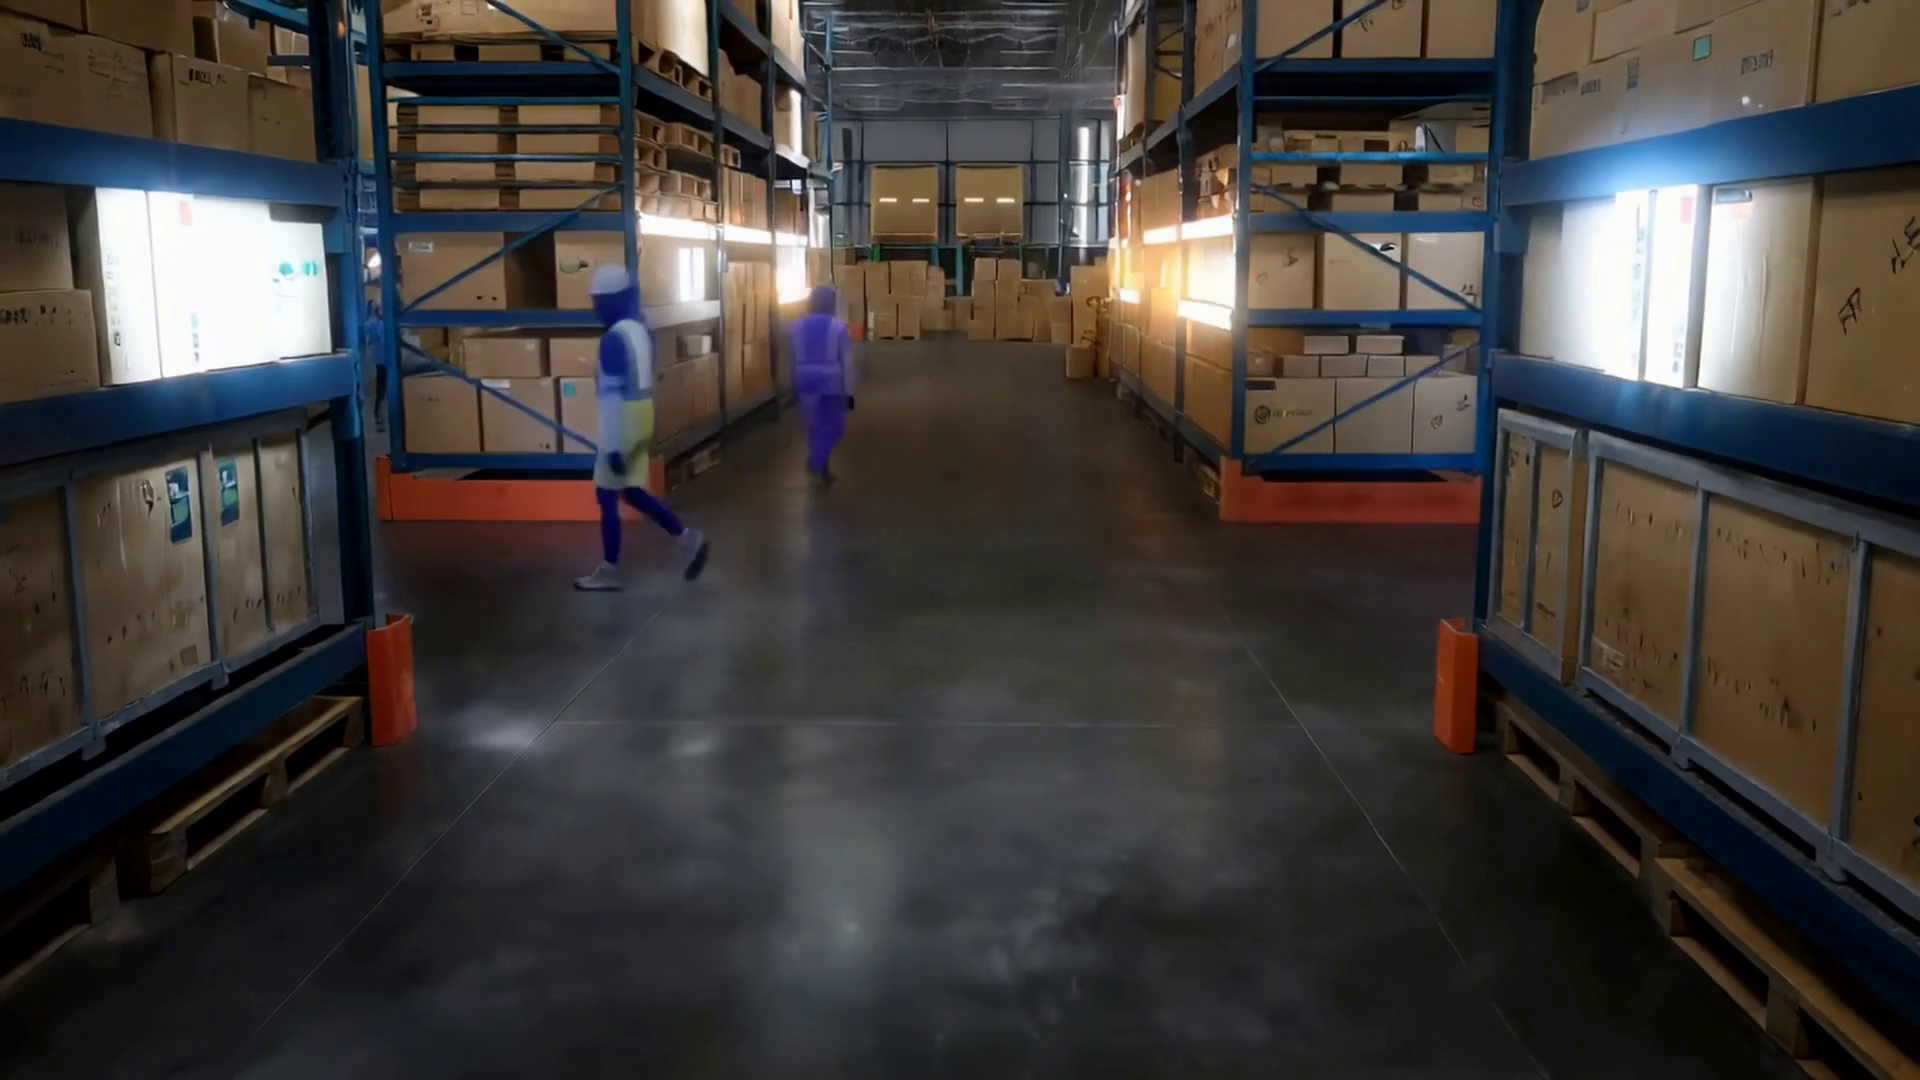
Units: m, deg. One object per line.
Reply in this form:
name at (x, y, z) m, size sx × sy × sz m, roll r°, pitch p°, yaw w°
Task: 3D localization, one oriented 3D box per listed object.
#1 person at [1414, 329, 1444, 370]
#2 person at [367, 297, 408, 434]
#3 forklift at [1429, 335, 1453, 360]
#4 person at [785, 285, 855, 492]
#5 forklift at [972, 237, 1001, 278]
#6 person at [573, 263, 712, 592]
person at (7.805, -3.387, 27.704) m, size 0.530 × 1.592 × 0.842 m, roll -6°, pitch 11°, yaw -33°
person at (-6.787, -2.073, 19.736) m, size 0.276 × 1.626 × 0.499 m, roll 7°, pitch 12°, yaw 36°
forklift at (10.176, -4.777, 32.179) m, size 1.873 × 2.768 × 1.129 m, roll 0°, pitch 9°, yaw 1°
person at (-1.228, -1.308, 14.547) m, size 0.637 × 1.826 × 0.698 m, roll 4°, pitch 10°, yaw 24°
forklift at (0.842, -8.322, 53.410) m, size 1.129 × 2.768 × 1.873 m, roll 0°, pitch 9°, yaw 1°
person at (-1.978, -0.665, 10.125) m, size 0.785 × 2.028 × 0.622 m, roll 2°, pitch 10°, yaw 11°
